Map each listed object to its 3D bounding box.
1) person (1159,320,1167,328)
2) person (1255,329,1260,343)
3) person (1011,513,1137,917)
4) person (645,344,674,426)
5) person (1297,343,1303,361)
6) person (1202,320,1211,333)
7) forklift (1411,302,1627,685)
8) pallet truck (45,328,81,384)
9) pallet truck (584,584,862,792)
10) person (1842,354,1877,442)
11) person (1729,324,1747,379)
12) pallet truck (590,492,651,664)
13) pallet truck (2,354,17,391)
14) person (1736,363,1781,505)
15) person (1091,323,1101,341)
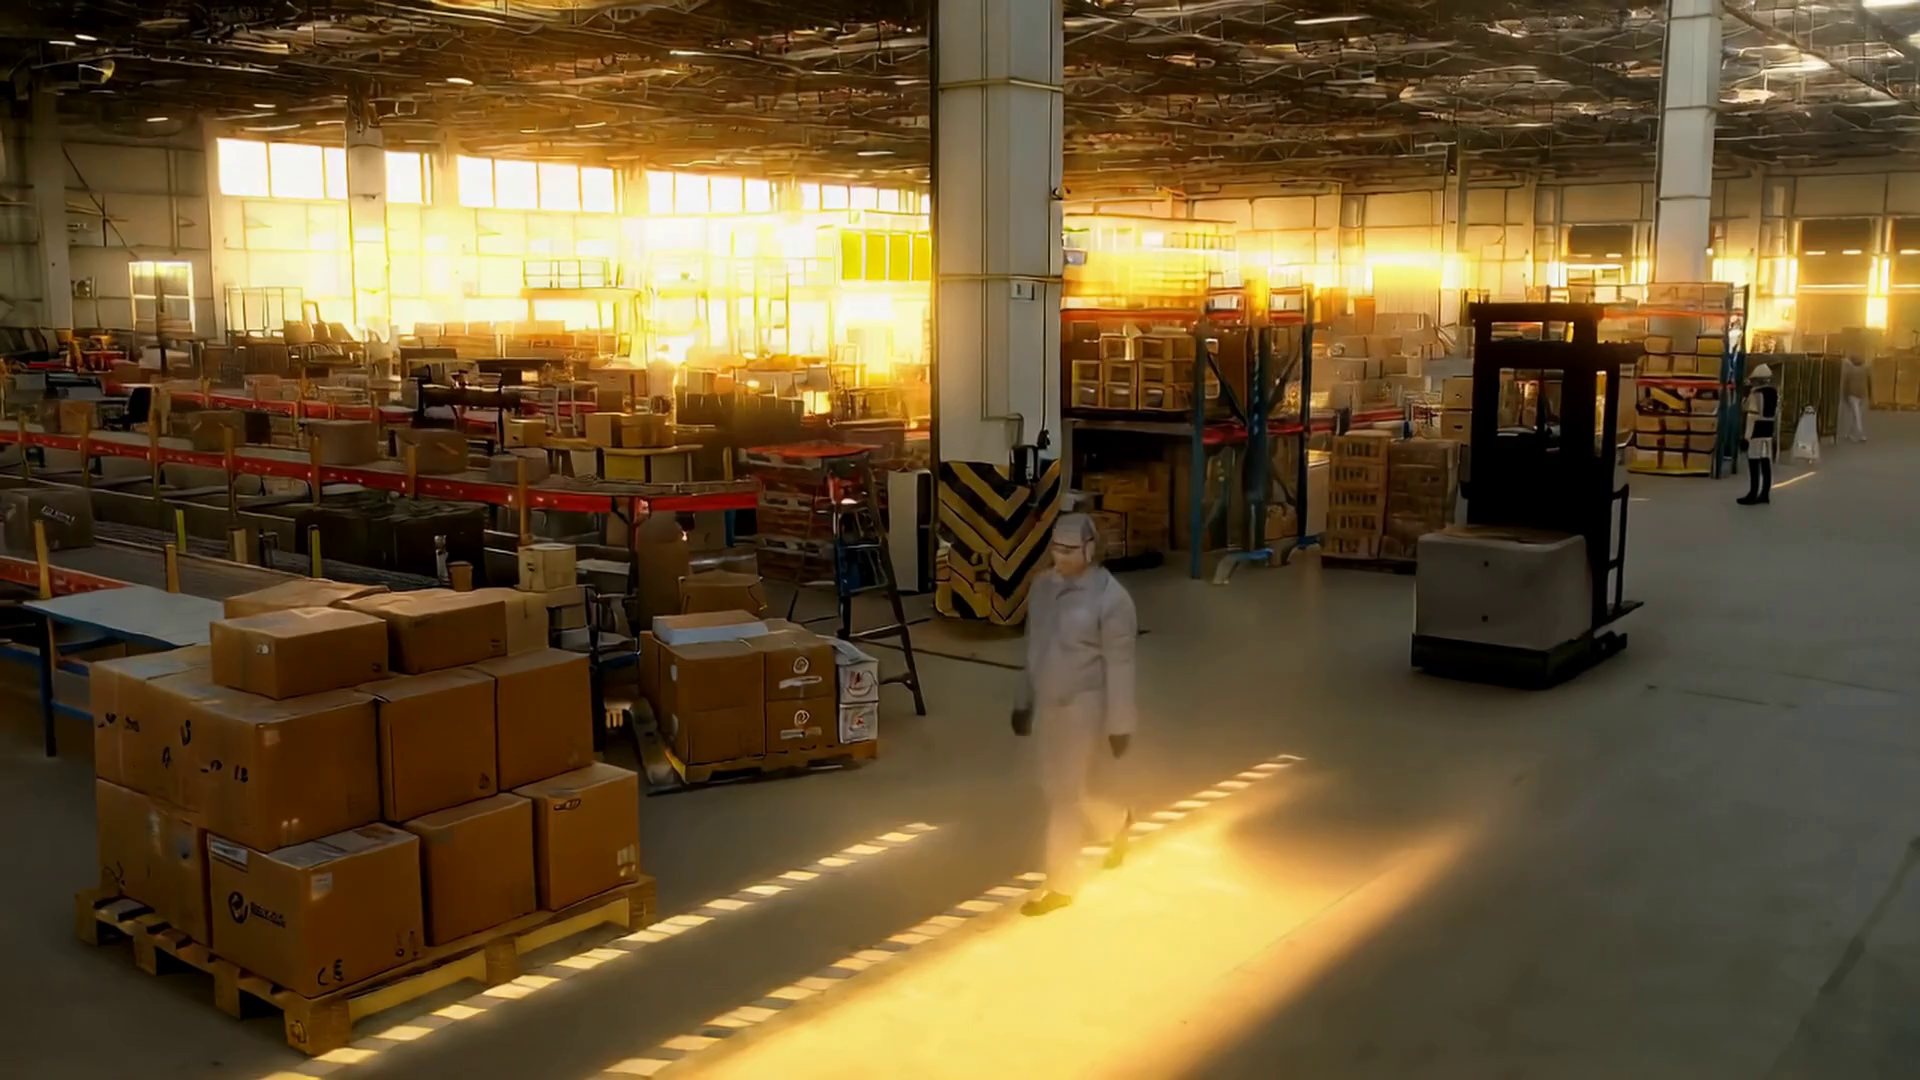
[{"bbox_3d":[7.493,-7.038,60.559,0.735,1.920,0.556,-1,9,-9],"label":"person"},{"bbox_3d":[12.401,-8.164,68.405,0.517,1.843,0.325,2,9,13],"label":"person"},{"bbox_3d":[0.576,0.788,7.949,0.819,1.879,0.645,-6,11,-37],"label":"person"},{"bbox_3d":[-5.710,-2.760,31.704,0.543,1.928,0.373,0,8,0],"label":"person"},{"bbox_3d":[8.977,-4.346,43.423,0.564,1.611,0.512,-2,9,-12],"label":"person"},{"bbox_3d":[9.651,-7.641,64.812,1.017,1.861,0.612,-1,9,-9],"label":"person"},{"bbox_3d":[4.379,-0.438,12.852,1.129,2.768,1.873,7,11,37],"label":"forklift"},{"bbox_3d":[-23.775,-4.544,43.495,1.885,1.965,0.823,6,10,35],"label":"pallet truck"},{"bbox_3d":[-1.426,0.805,10.019,1.601,1.201,0.680,-4,9,-26],"label":"pallet truck"},{"bbox_3d":[17.495,-2.749,32.351,0.546,1.701,0.925,-1,8,-4],"label":"person"},{"bbox_3d":[25.582,-6.153,54.661,0.552,1.906,0.905,-3,9,-21],"label":"person"},{"bbox_3d":[-3.115,0.344,12.883,0.653,1.274,1.630,7,11,37],"label":"pallet truck"},{"bbox_3d":[-24.881,-4.417,42.634,1.885,1.965,0.823,8,11,41],"label":"pallet truck"},{"bbox_3d":[10.947,-1.446,22.797,0.544,1.943,0.347,-5,10,-28],"label":"person"},{"bbox_3d":[4.862,-6.650,58.172,0.868,1.847,0.612,-3,9,-19],"label":"person"}]
